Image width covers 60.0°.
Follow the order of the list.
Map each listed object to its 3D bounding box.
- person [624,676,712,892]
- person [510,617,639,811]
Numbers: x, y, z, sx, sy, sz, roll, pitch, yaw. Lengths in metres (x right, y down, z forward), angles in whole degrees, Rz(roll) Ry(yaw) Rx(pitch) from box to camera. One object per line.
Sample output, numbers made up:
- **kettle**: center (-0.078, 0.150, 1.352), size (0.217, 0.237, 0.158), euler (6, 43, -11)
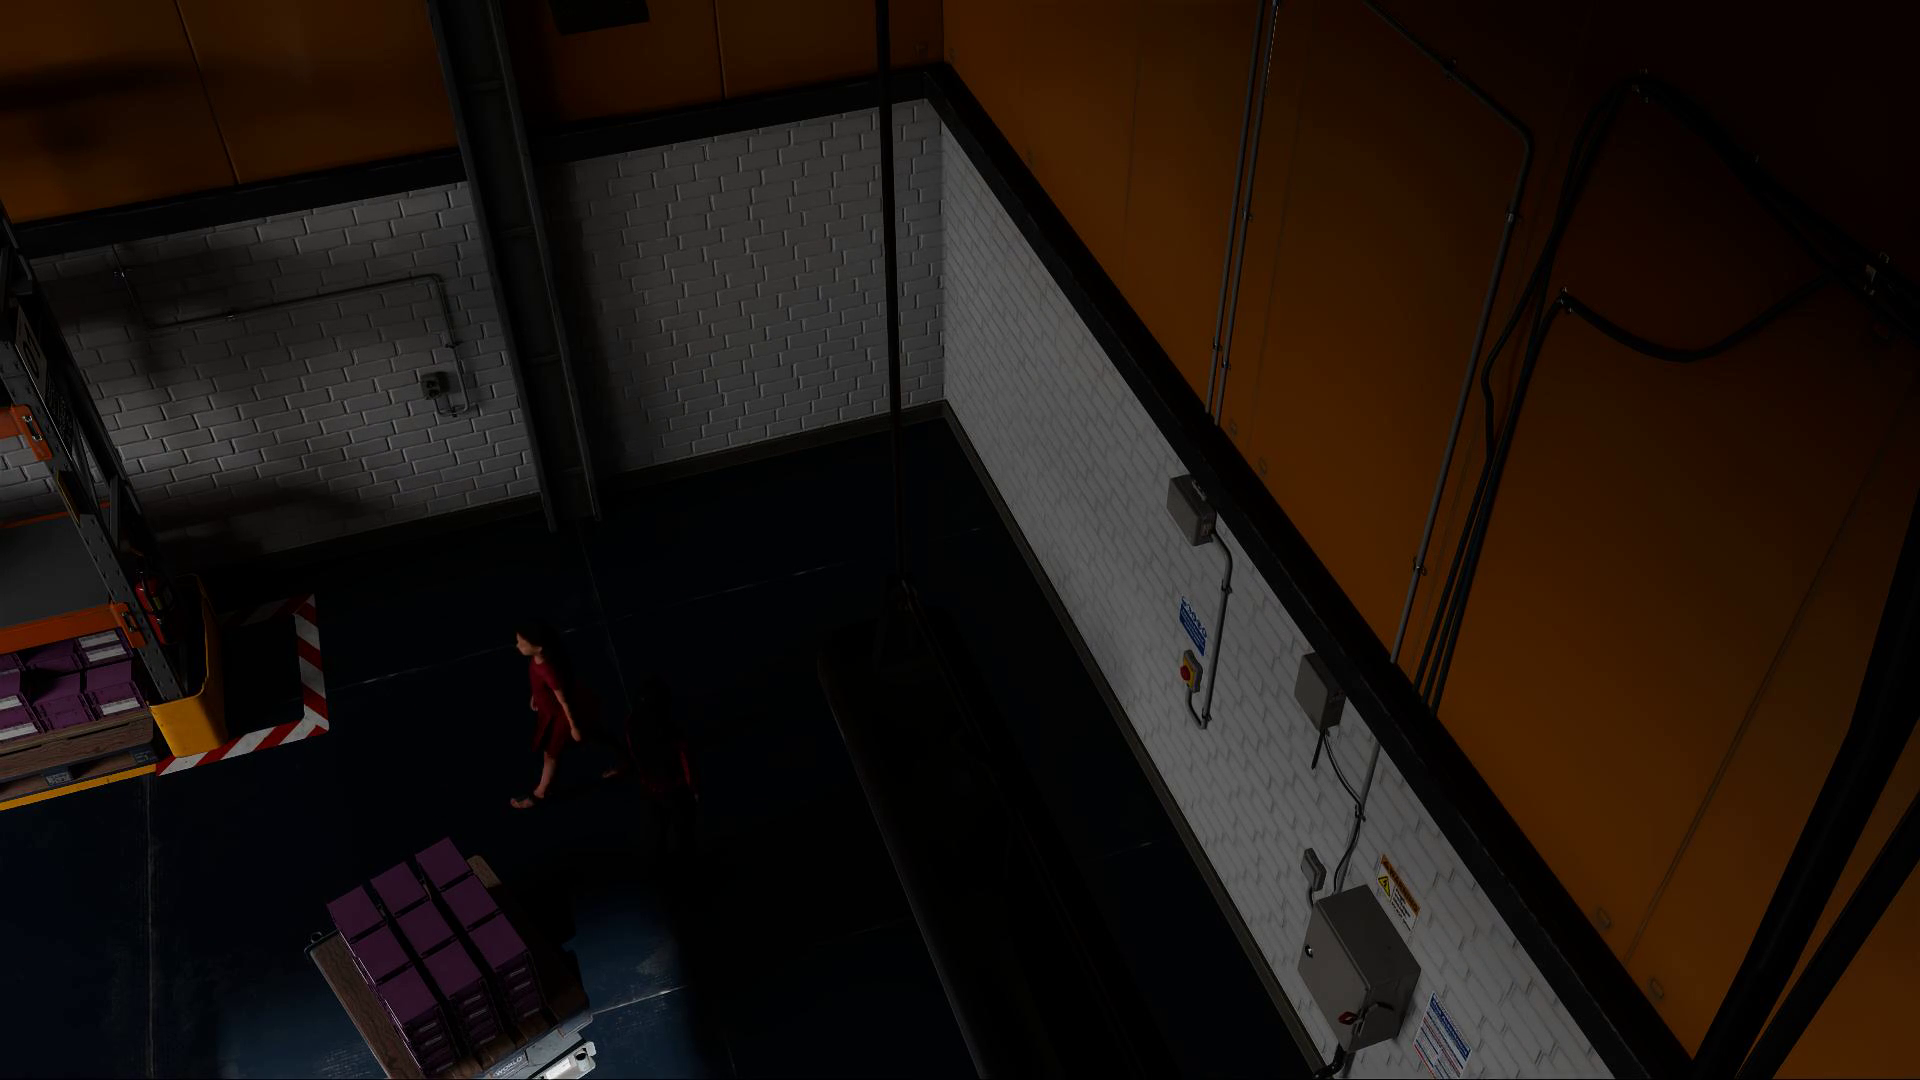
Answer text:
- **person**: center (-1.673, 1.414, 9.468), size (0.651, 1.650, 0.713), euler (17, 46, 17)
- **person**: center (-2.308, 0.998, 10.001), size (1.045, 1.516, 0.557), euler (-15, 46, -16)
